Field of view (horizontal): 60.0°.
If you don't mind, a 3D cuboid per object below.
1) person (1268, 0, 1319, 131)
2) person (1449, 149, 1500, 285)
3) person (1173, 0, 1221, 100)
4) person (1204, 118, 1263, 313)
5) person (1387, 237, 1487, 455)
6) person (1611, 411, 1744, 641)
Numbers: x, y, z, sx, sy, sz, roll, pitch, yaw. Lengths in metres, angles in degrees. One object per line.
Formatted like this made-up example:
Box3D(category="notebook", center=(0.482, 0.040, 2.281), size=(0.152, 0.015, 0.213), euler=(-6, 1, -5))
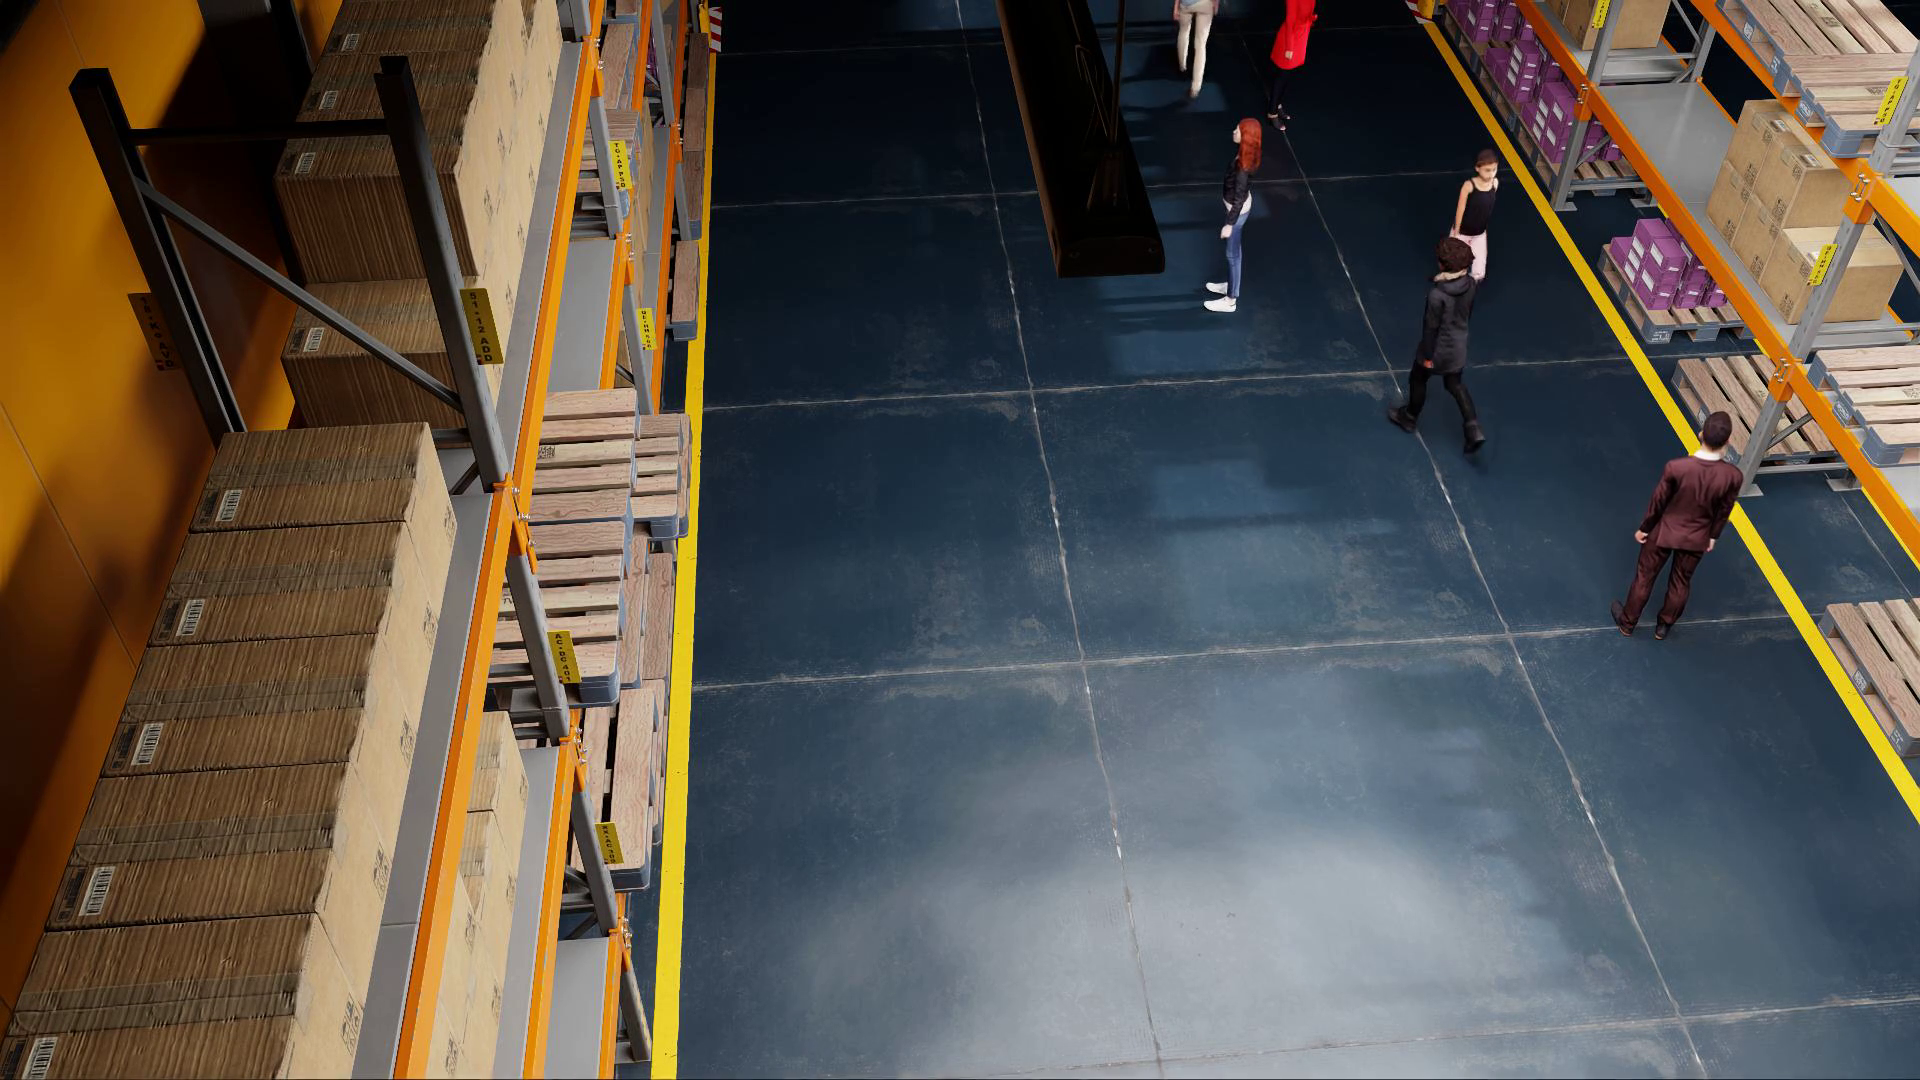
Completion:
Box3D(category="person", center=(3.209, -4.837, 16.122), size=(0.787, 1.748, 0.695), euler=(16, 46, 16))
Box3D(category="person", center=(4.228, -2.590, 13.907), size=(0.548, 1.550, 0.580), euler=(-8, 44, -9))
Box3D(category="person", center=(2.365, -5.282, 16.544), size=(0.814, 1.809, 1.293), euler=(4, 44, 5))
Box3D(category="person", center=(2.299, -2.718, 13.870), size=(0.696, 1.786, 0.571), euler=(8, 44, 9))
Box3D(category="person", center=(3.704, -1.403, 12.523), size=(0.955, 1.739, 1.197), euler=(-23, 48, -22))
Box3D(category="person", center=(4.773, -0.058, 11.021), size=(0.743, 1.864, 0.704), euler=(7, 44, 8))
